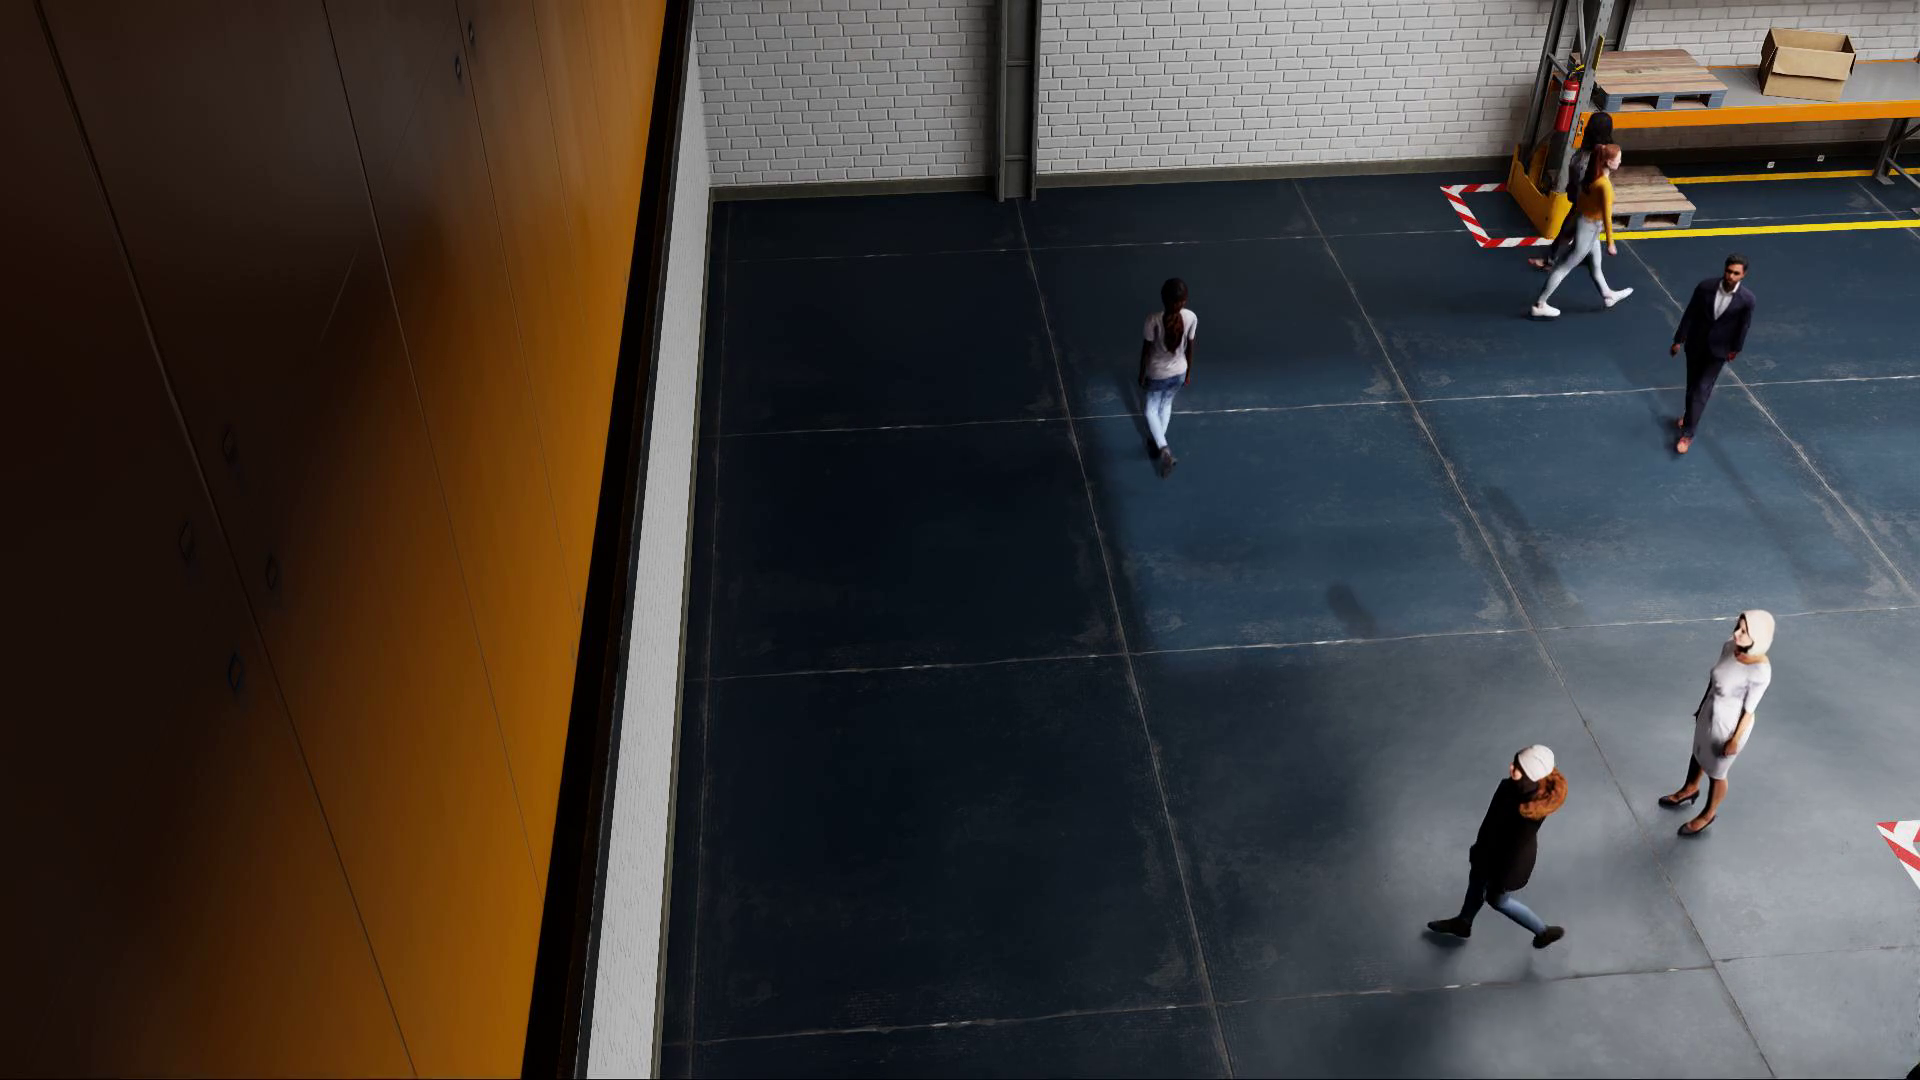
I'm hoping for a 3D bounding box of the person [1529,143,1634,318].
[{"bbox_3d":[5.568,-2.741,15.046,1.179,1.697,0.630,-1,39,-1],"label":"person"}]

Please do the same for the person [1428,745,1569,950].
[{"bbox_3d":[3.178,1.788,9.441,1.051,1.615,0.813,9,39,11],"label":"person"}]

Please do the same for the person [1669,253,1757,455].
[{"bbox_3d":[6.163,-1.621,13.642,0.963,1.699,1.016,27,46,30],"label":"person"}]

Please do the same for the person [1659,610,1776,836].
[{"bbox_3d":[4.690,1.105,10.190,0.527,1.748,0.575,-6,39,-8],"label":"person"}]

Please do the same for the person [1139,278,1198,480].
[{"bbox_3d":[1.650,-1.262,13.192,0.927,1.700,0.737,-8,39,-10],"label":"person"}]

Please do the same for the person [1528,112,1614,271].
[{"bbox_3d":[6.058,-3.298,15.841,0.963,1.576,0.735,3,39,3],"label":"person"}]
